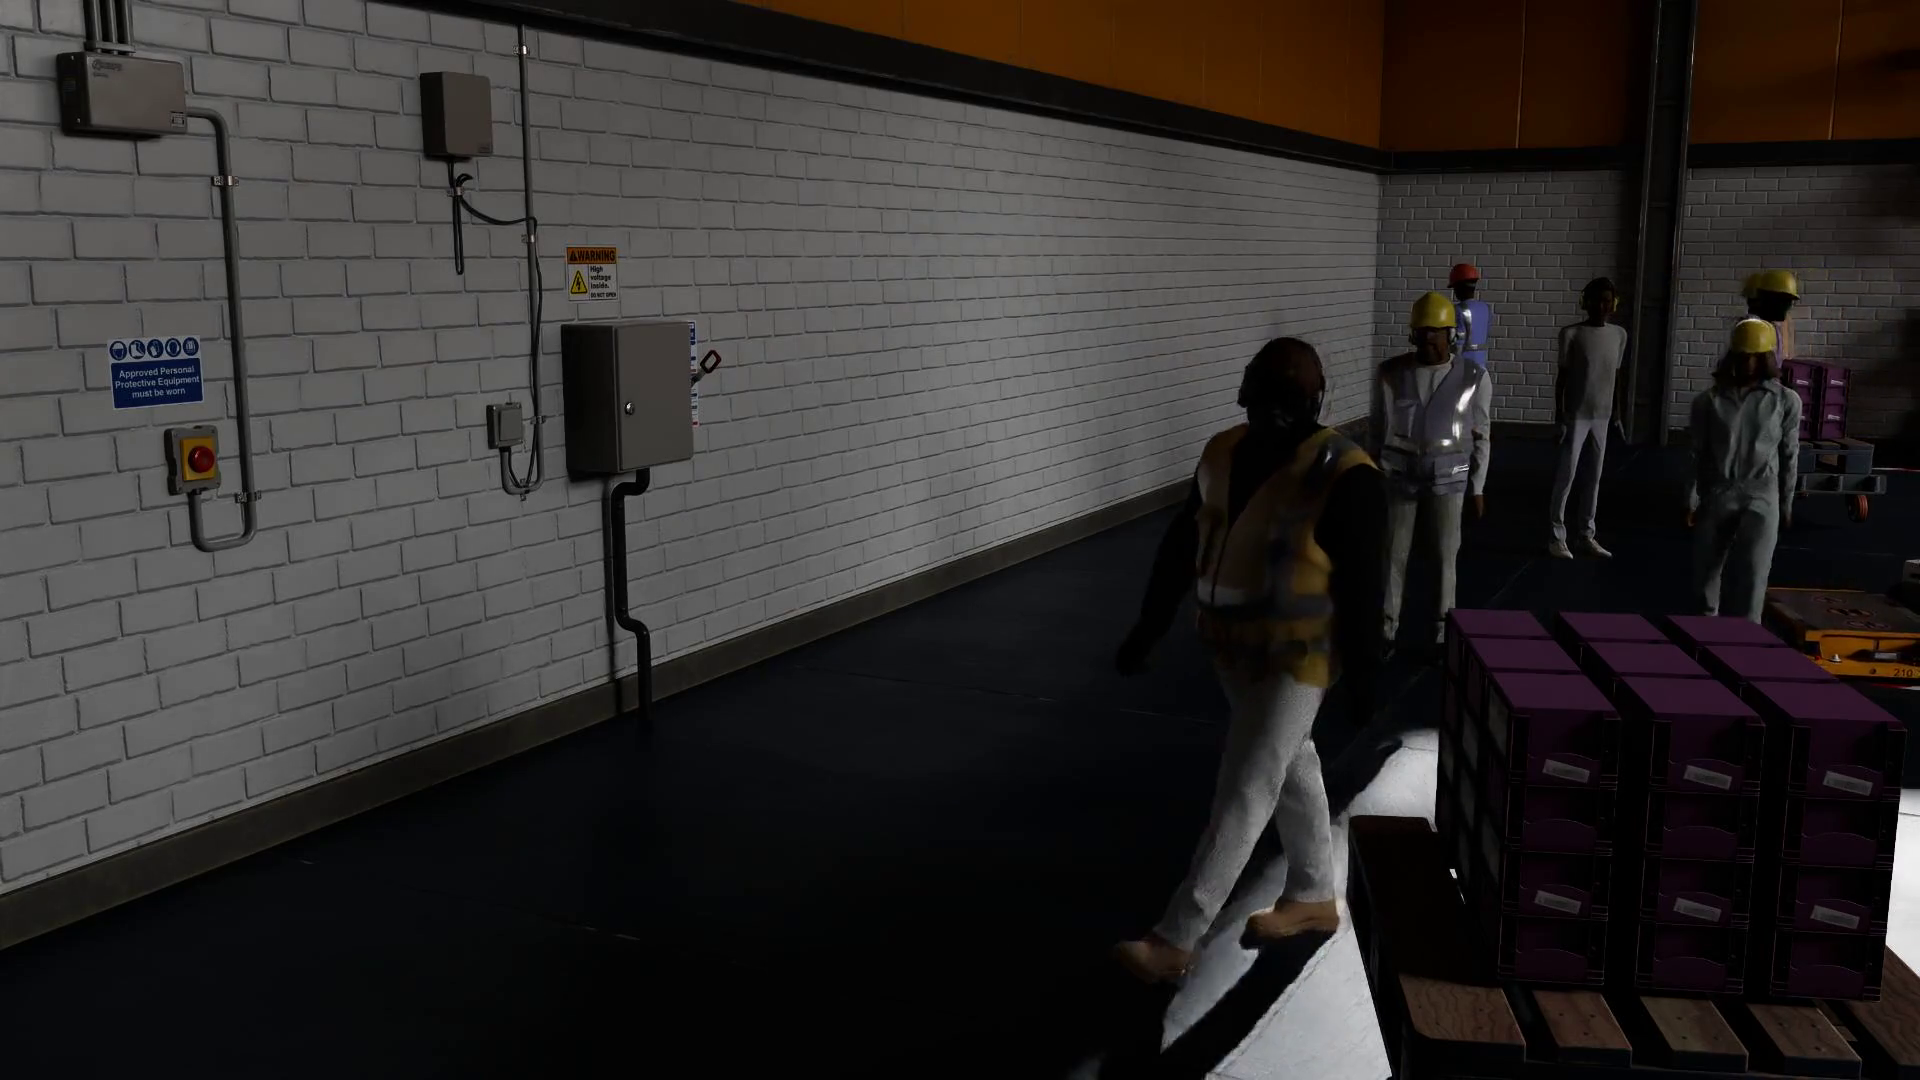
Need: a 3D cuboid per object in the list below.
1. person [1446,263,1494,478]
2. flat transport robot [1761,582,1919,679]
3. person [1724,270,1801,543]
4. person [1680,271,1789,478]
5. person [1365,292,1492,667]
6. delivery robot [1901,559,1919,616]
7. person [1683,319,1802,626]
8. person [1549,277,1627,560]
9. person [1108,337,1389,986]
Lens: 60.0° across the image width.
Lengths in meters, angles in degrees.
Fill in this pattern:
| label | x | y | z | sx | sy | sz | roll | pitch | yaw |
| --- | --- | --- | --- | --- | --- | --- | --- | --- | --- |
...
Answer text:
| label | x | y | z | sx | sy | sz | roll | pitch | yaw |
| --- | --- | --- | --- | --- | --- | --- | --- | --- | --- |
| person | 4.473 | -1.485 | 14.803 | 0.542 | 1.927 | 0.379 | -8 | 13 | -38 |
| flat transport robot | 4.470 | 0.441 | 8.438 | 0.652 | 0.197 | 1.431 | 2 | 10 | 12 |
| person | 5.511 | -0.910 | 11.536 | 0.626 | 1.898 | 0.496 | -9 | 13 | -43 |
| person | 6.615 | -1.302 | 13.916 | 0.986 | 1.855 | 0.659 | 6 | 12 | 32 |
| person | 2.276 | -0.290 | 8.151 | 0.587 | 1.835 | 0.404 | 4 | 10 | 20 |
| delivery robot | 5.308 | 0.205 | 8.716 | 0.707 | 0.478 | 0.477 | -4 | 11 | -22 |
| person | 3.765 | -0.210 | 8.039 | 0.491 | 1.718 | 0.791 | 5 | 11 | 27 |
| person | 4.173 | -0.798 | 11.015 | 0.515 | 1.864 | 0.333 | -2 | 10 | -14 |
| person | 0.769 | 0.333 | 4.651 | 0.951 | 1.783 | 0.717 | -5 | 11 | -28 |
